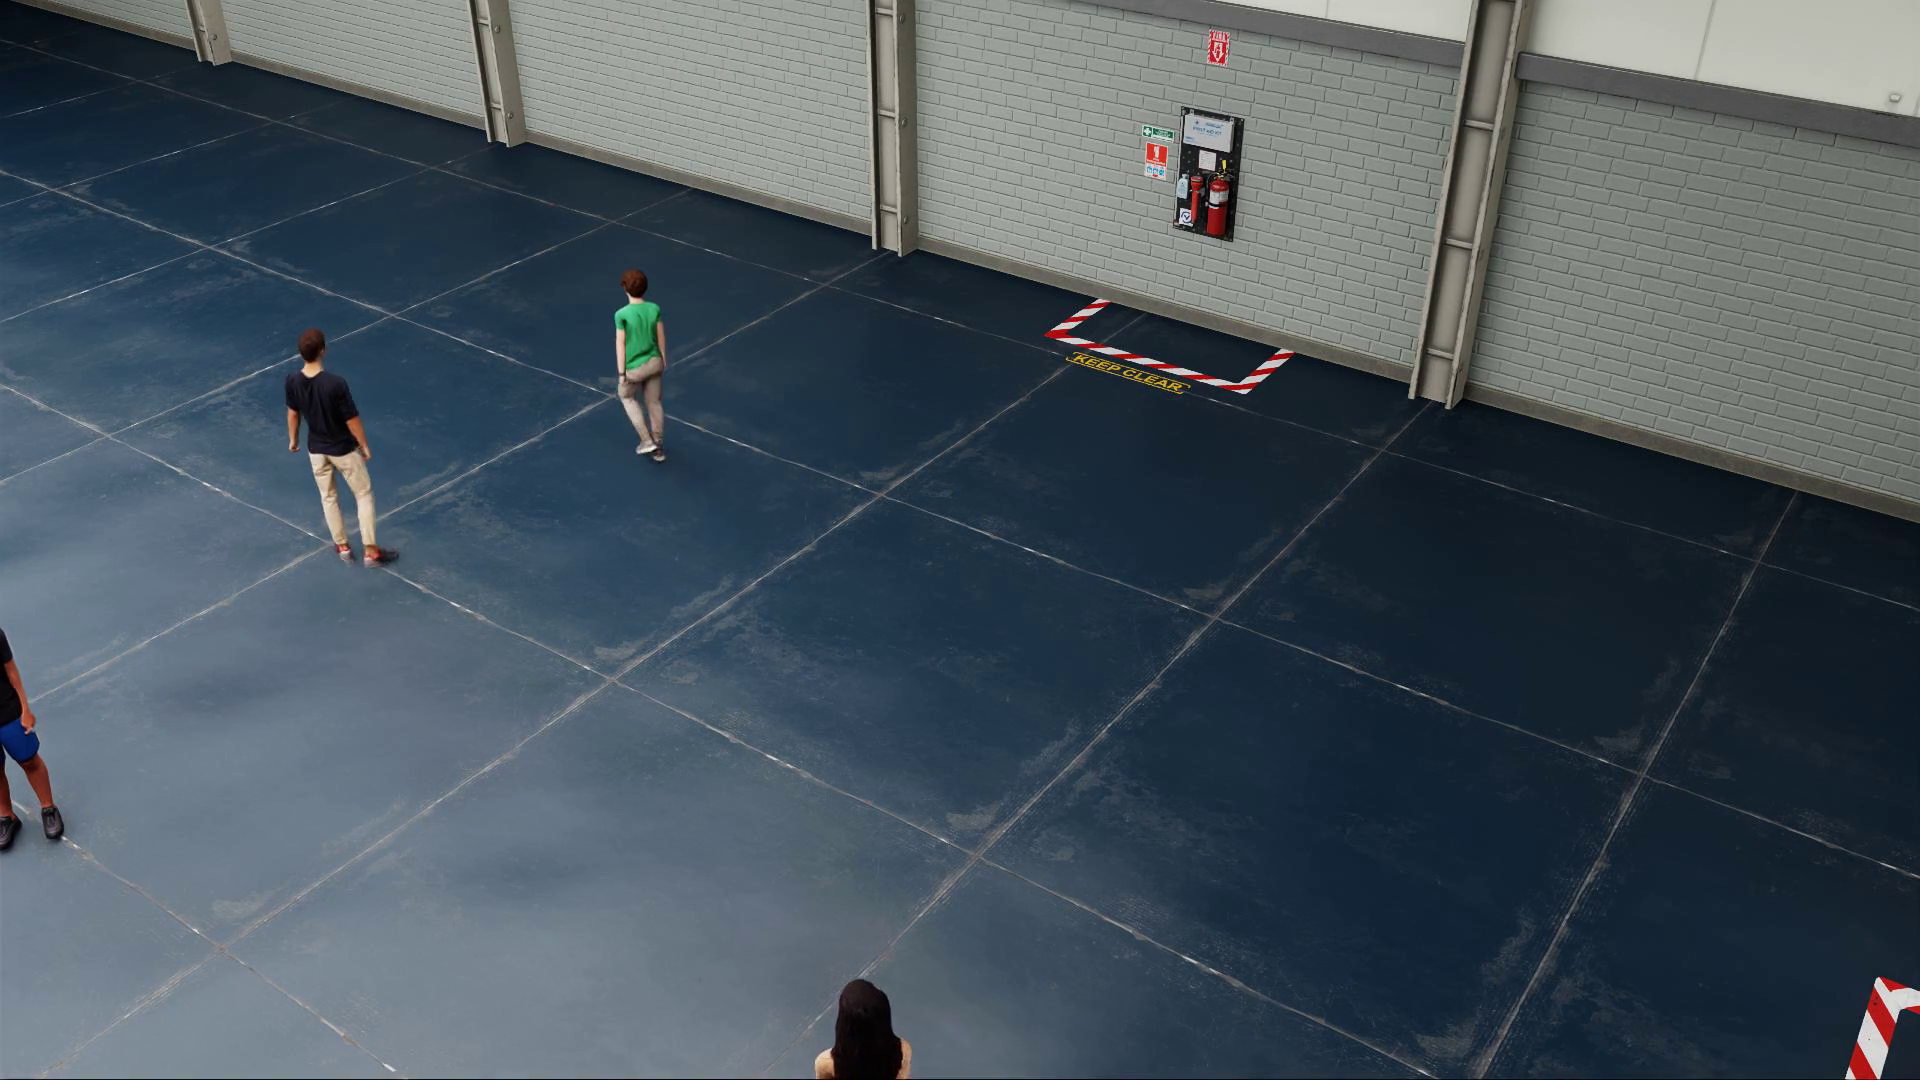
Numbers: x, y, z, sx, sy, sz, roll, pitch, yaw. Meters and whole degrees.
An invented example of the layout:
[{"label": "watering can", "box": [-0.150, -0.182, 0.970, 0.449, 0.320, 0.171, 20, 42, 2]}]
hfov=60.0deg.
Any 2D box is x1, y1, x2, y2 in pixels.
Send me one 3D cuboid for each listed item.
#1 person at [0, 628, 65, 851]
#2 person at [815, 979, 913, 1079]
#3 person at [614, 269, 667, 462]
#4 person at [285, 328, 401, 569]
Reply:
[{"label": "person", "box": [-5.566, 0.970, 9.527, 0.713, 1.805, 0.754, -11, 34, -17]}, {"label": "person", "box": [-0.405, 2.612, 7.036, 0.944, 1.687, 1.102, -11, 34, -17]}, {"label": "person", "box": [-2.520, -1.361, 13.379, 0.688, 1.638, 0.704, -19, 37, -27]}, {"label": "person", "box": [-4.528, -0.651, 12.048, 0.834, 1.858, 1.018, -4, 32, -6]}]
